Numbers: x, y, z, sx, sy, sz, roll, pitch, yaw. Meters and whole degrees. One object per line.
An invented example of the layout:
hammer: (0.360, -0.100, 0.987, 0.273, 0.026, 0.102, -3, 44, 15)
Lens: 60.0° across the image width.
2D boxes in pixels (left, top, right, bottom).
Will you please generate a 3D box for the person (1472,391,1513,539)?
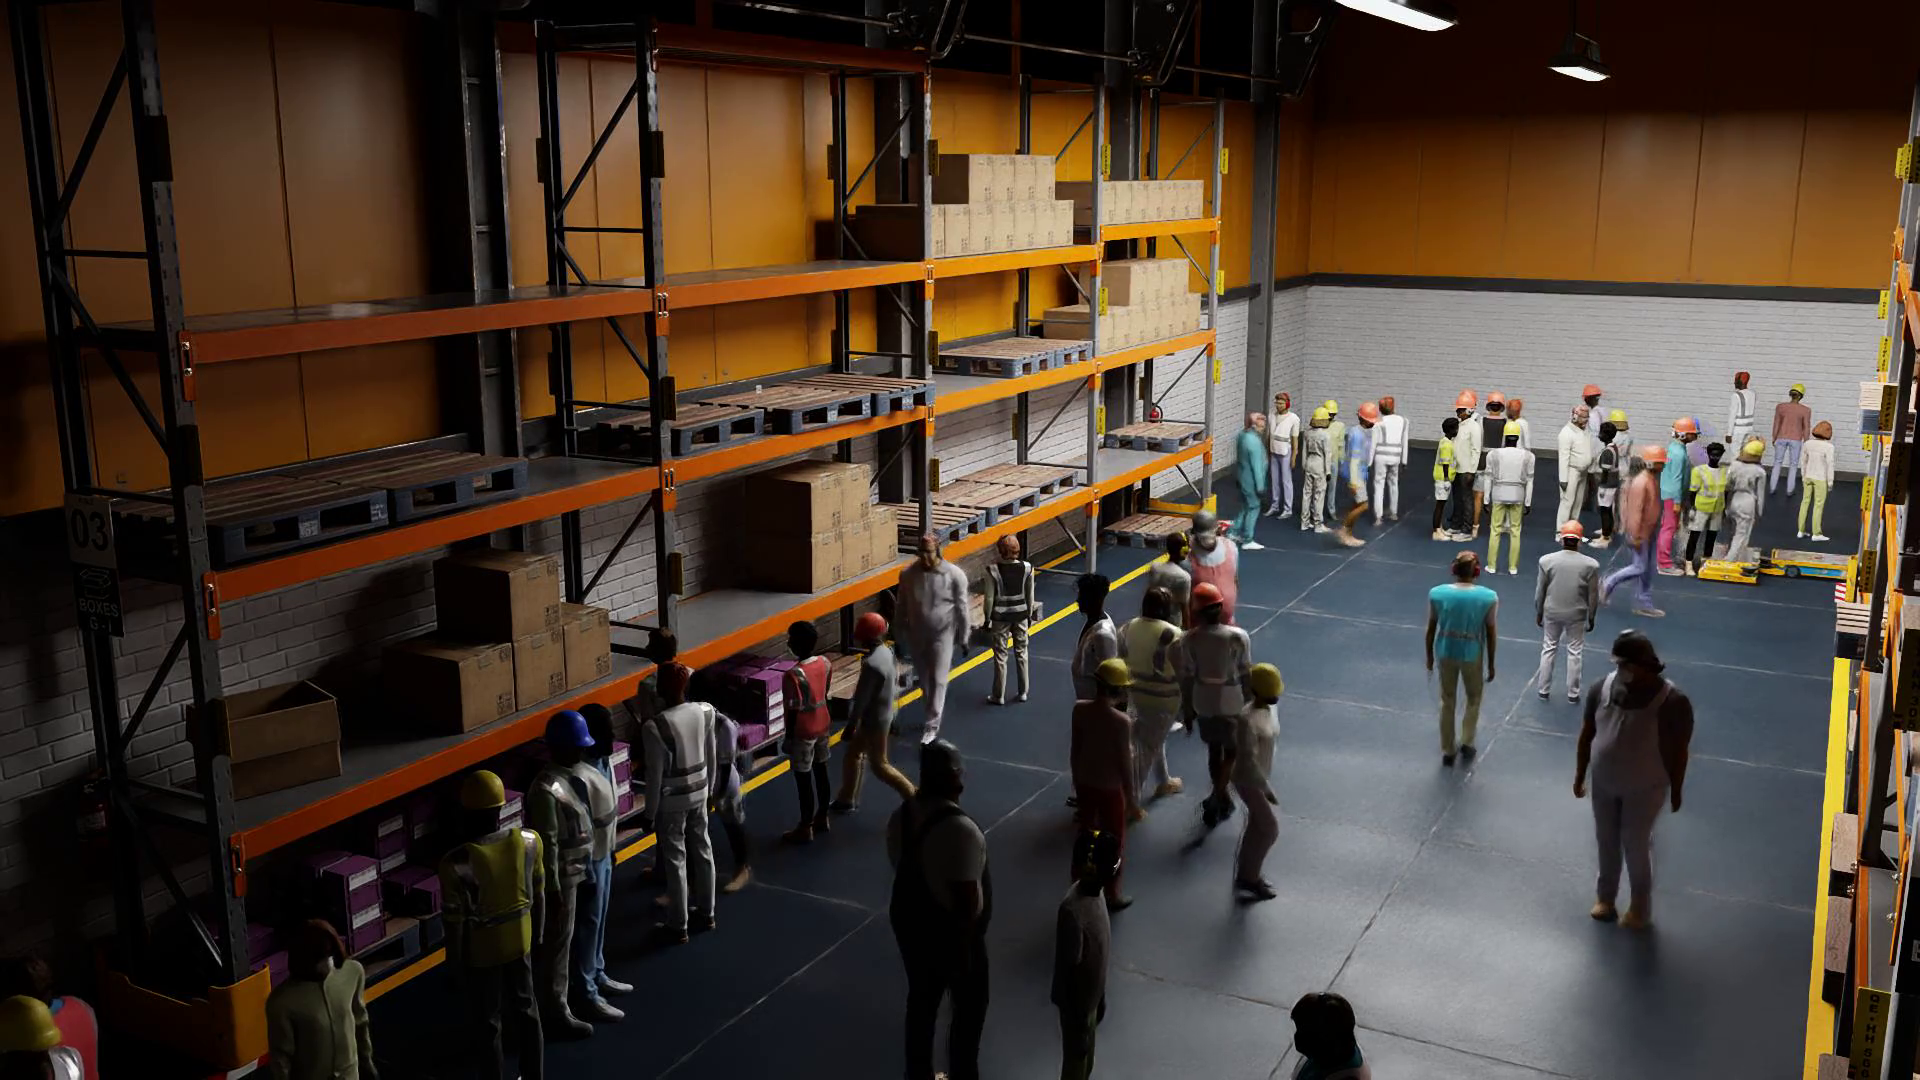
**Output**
person: (7.234, -1.010, 22.664, 0.613, 2.031, 0.410, 3, 13, 14)

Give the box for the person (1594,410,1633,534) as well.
person: (9.029, -0.930, 22.959, 0.484, 1.738, 0.321, -6, 14, -25)

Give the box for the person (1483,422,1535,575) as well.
person: (6.815, -0.516, 20.698, 0.586, 1.920, 0.397, 3, 13, 14)

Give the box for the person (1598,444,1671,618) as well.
person: (7.643, -0.115, 18.756, 0.662, 1.976, 0.618, 10, 16, 39)

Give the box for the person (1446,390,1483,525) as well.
person: (7.194, -1.181, 23.657, 0.385, 1.929, 0.543, -6, 14, -26)

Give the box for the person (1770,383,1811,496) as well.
person: (12.832, -1.546, 25.688, 0.532, 1.754, 0.342, 10, 16, 39)

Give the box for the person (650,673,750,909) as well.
person: (-1.750, 1.708, 11.330, 0.543, 1.645, 0.865, 7, 14, 27)

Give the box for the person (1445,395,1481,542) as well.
person: (6.829, -0.982, 22.607, 0.381, 1.994, 0.622, -2, 13, -11)

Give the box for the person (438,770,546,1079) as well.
person: (-2.459, 2.141, 8.781, 0.584, 1.928, 0.367, -12, 17, -43)

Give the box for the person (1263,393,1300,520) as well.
person: (4.665, -1.220, 24.037, 0.385, 1.837, 0.563, -8, 15, -32)

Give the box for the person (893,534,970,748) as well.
person: (-0.295, 0.887, 14.522, 0.652, 1.864, 0.941, 5, 13, 20)

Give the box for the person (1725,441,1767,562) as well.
person: (9.660, -0.388, 20.627, 0.769, 1.703, 0.549, -10, 16, -39)

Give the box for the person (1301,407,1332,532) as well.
person: (4.988, -0.984, 23.185, 0.319, 1.742, 0.492, -9, 15, -34)

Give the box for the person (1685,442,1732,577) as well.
person: (9.257, -0.379, 20.573, 0.537, 1.698, 0.320, -2, 13, -7)

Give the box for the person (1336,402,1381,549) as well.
person: (5.298, -0.845, 21.993, 0.489, 1.996, 0.822, 6, 14, 24)

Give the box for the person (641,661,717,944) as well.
person: (-1.830, 1.699, 10.857, 0.354, 1.883, 0.572, 11, 17, 40)

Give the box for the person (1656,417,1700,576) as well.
person: (8.908, -0.545, 20.687, 0.396, 1.989, 0.619, 4, 13, 18)

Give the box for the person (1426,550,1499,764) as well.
person: (4.288, 0.977, 14.202, 0.596, 1.826, 0.642, 6, 14, 24)

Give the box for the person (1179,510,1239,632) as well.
person: (2.238, 0.633, 15.275, 0.715, 2.000, 0.668, -3, 13, -11)

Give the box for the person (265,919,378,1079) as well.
person: (-2.956, 2.521, 7.745, 0.267, 1.631, 0.506, 9, 15, 35)

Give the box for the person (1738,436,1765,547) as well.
person: (10.138, -0.535, 21.437, 0.313, 1.629, 0.525, 1, 13, 6)

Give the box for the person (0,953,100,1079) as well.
person: (-3.818, 2.594, 6.980, 0.434, 1.833, 0.627, 0, 13, -1)

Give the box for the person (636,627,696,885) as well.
person: (-2.057, 1.516, 11.788, 0.344, 1.839, 0.509, 10, 16, 37)

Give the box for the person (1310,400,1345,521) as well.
person: (5.263, -1.137, 23.838, 0.527, 1.761, 0.340, -2, 13, -8)

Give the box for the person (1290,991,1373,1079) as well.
person: (1.441, 2.660, 6.667, 0.429, 1.837, 0.621, 1, 13, 4)

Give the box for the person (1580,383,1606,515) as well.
person: (9.271, -1.327, 24.331, 0.479, 1.936, 0.562, 7, 15, 30)

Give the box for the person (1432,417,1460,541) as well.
person: (6.602, -0.835, 22.644, 0.320, 1.694, 0.534, 4, 13, 17)

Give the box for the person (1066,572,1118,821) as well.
person: (1.042, 1.204, 12.885, 0.369, 1.967, 0.600, -1, 13, -3)

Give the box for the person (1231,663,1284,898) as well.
person: (2.049, 1.647, 11.441, 0.439, 1.731, 0.542, 8, 15, 30)

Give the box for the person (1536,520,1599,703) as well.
person: (5.744, 0.673, 15.759, 0.565, 1.745, 0.349, 7, 14, 27)

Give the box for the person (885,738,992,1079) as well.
person: (-0.110, 2.040, 8.974, 0.567, 2.000, 0.720, -12, 17, -43)

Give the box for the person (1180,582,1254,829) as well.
person: (1.953, 1.278, 12.722, 0.596, 1.891, 0.728, 5, 13, 20)

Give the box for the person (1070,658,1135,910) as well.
person: (0.960, 1.649, 11.371, 0.362, 1.755, 0.595, -11, 16, -40)

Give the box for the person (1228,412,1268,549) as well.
person: (3.859, -0.771, 21.961, 0.401, 1.875, 0.679, -2, 13, -7)

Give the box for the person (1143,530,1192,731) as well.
person: (1.840, 0.823, 14.870, 0.413, 1.844, 0.570, -11, 16, -40)

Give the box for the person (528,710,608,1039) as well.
person: (-2.289, 1.923, 9.716, 0.404, 1.943, 0.614, 1, 13, 5)

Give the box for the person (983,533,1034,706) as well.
person: (0.459, 0.748, 15.664, 0.515, 1.641, 0.308, -5, 13, -21)

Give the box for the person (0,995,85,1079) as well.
person: (-3.689, 2.665, 6.668, 0.403, 1.826, 0.593, 5, 14, 22)

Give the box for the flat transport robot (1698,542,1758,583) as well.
flat transport robot: (9.675, 0.271, 20.890, 0.652, 0.197, 1.431, 6, 14, 26)

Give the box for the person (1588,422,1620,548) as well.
person: (8.619, -0.733, 22.186, 0.320, 1.694, 0.534, 7, 14, 28)

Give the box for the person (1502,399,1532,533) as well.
person: (7.726, -1.032, 23.140, 0.432, 1.873, 0.628, 8, 15, 33)

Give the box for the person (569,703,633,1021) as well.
person: (-2.195, 1.890, 9.920, 0.399, 1.920, 0.590, 0, 13, 1)

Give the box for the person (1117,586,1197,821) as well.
person: (1.492, 1.265, 13.054, 0.937, 1.805, 0.638, -11, 17, -40)

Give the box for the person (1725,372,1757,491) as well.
person: (12.258, -1.709, 26.146, 0.573, 1.877, 0.353, -8, 15, -32)

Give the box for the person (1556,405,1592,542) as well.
person: (8.279, -0.881, 22.393, 0.658, 1.893, 0.400, -12, 17, -42)

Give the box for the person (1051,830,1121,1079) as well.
person: (0.622, 2.303, 8.219, 0.329, 1.861, 0.506, 4, 13, 16)

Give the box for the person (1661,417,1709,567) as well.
person: (9.188, -0.595, 21.032, 0.642, 1.932, 0.435, -6, 14, -23)

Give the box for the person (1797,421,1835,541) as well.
person: (11.673, -0.809, 22.649, 0.283, 1.633, 0.499, -5, 14, -22)

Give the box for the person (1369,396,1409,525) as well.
person: (6.082, -1.145, 23.700, 0.641, 1.846, 0.741, -3, 13, -14)

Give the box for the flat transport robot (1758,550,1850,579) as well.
flat transport robot: (10.715, 0.322, 20.665, 1.431, 0.197, 0.652, 6, 14, 26)

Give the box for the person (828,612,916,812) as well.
person: (-0.653, 1.357, 12.828, 0.858, 1.687, 0.537, 1, 13, 3)

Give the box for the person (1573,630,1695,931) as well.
person: (4.440, 1.569, 11.085, 0.545, 2.000, 0.693, -11, 17, -41)

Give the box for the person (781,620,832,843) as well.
person: (-1.155, 1.428, 12.491, 0.318, 1.699, 0.534, 6, 14, 27)
